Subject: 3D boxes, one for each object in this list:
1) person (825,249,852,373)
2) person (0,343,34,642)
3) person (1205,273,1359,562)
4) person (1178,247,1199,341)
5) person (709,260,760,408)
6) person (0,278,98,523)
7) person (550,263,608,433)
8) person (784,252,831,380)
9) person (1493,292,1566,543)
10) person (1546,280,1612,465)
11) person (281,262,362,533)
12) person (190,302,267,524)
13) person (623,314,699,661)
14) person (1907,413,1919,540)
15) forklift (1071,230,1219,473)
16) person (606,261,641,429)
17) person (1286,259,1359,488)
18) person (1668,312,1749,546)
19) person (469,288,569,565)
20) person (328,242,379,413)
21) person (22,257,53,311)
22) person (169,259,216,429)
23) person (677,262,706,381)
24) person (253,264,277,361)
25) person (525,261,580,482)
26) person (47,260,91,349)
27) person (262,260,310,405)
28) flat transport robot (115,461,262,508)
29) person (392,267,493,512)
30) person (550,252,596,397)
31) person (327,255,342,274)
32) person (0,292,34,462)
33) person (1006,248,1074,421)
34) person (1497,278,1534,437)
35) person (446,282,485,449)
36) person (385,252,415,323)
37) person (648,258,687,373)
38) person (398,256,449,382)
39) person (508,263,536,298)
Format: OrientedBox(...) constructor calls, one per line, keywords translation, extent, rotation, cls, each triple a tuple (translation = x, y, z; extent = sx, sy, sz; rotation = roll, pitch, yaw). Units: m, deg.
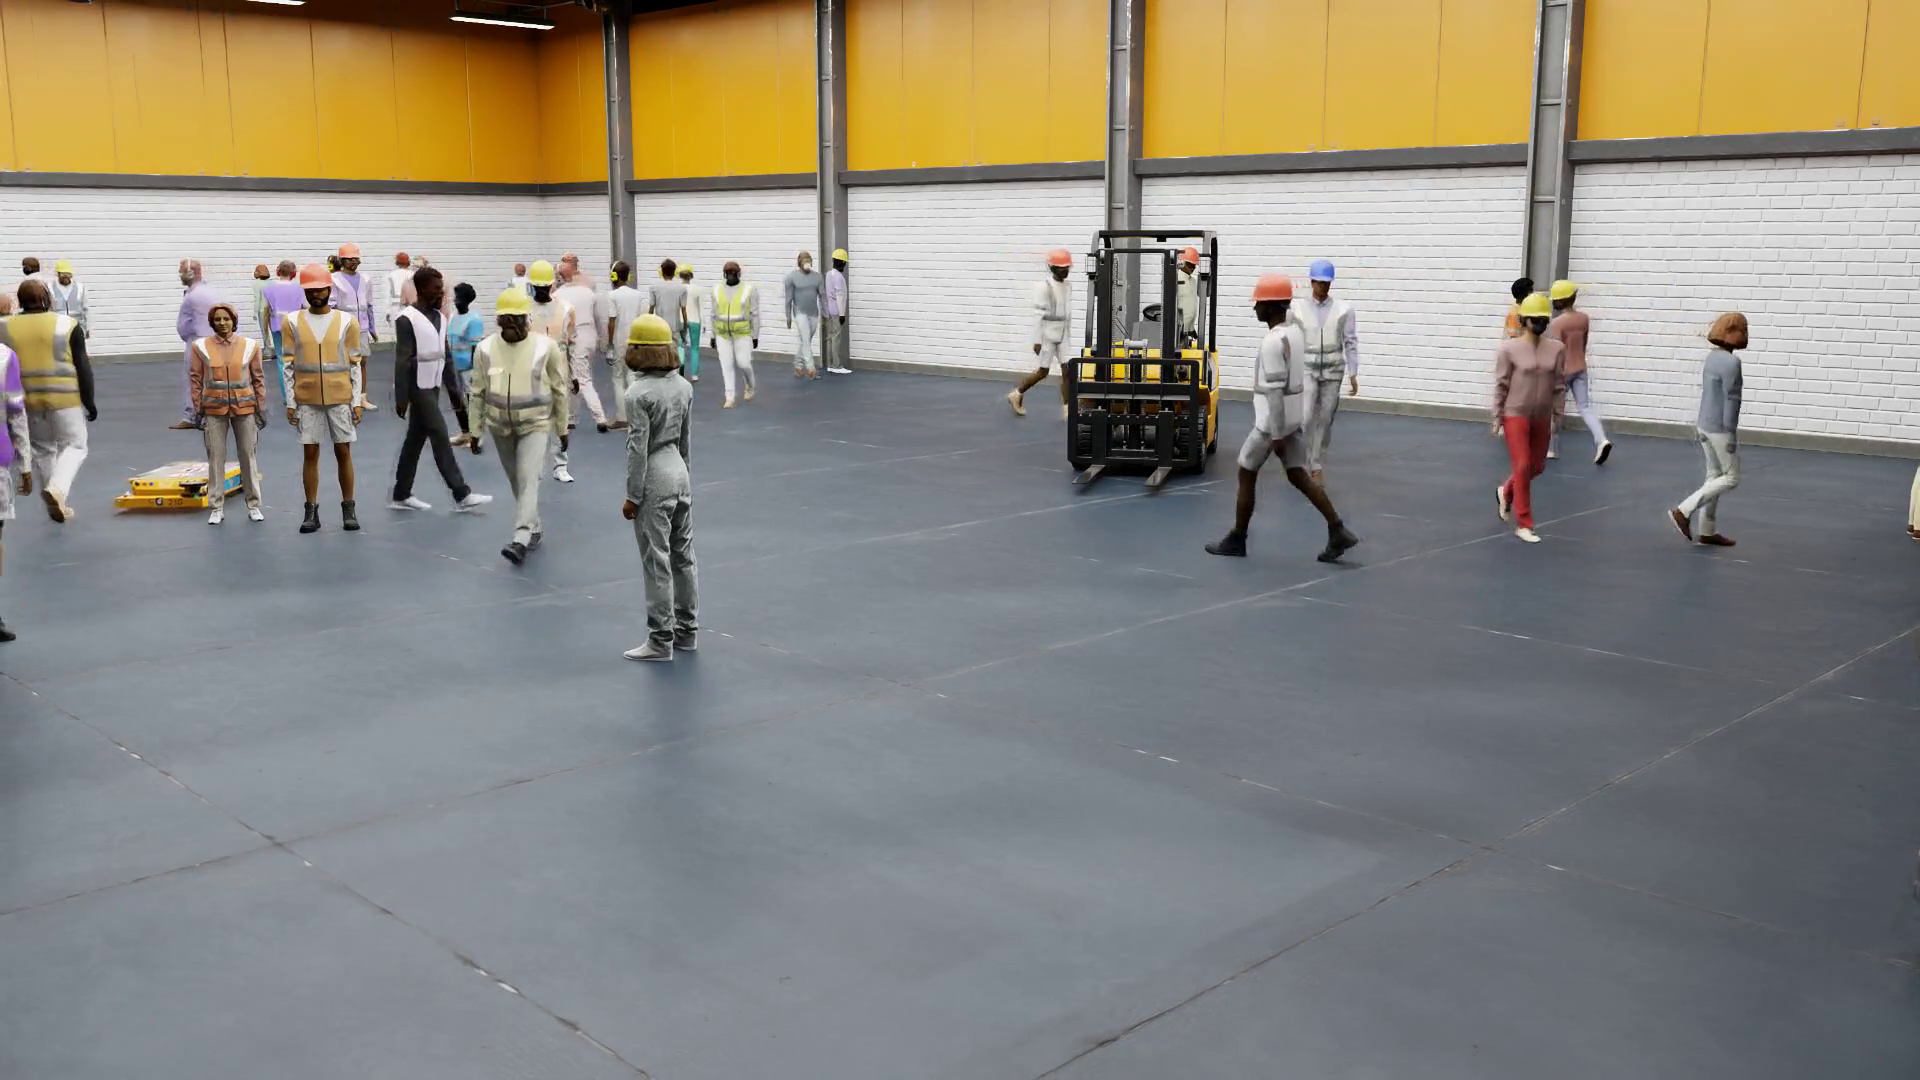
OrientedBox(translation=(-1.894, -3.543, 25.802), extent=(0.380, 1.917, 0.586), rotation=(-4, 11, -19), cls="person")
OrientedBox(translation=(-5.111, -0.406, 8.650), extent=(0.415, 1.925, 0.556), rotation=(7, 13, 34), cls="person")
OrientedBox(translation=(2.128, -0.787, 10.847), extent=(0.978, 1.904, 0.540), rotation=(7, 12, 33), cls="person")
OrientedBox(translation=(2.797, -2.649, 20.747), extent=(0.409, 1.983, 0.612), rotation=(7, 13, 34), cls="person")
OrientedBox(translation=(-2.793, -2.555, 20.658), extent=(0.634, 1.825, 0.546), rotation=(2, 11, 9), cls="person")
OrientedBox(translation=(-6.714, -1.002, 12.204), extent=(0.642, 1.825, 0.662), rotation=(-2, 11, -9), cls="person")
OrientedBox(translation=(-4.135, -2.088, 18.102), extent=(0.954, 1.844, 0.686), rotation=(6, 12, 32), cls="person")
OrientedBox(translation=(-2.294, -3.344, 24.814), extent=(0.645, 1.890, 1.021), rotation=(-7, 12, -32), cls="person")
OrientedBox(translation=(4.006, -0.891, 11.834), extent=(0.528, 1.742, 0.758), rotation=(-2, 11, -11), cls="person")
OrientedBox(translation=(5.744, -1.574, 15.583), extent=(0.540, 1.722, 0.842), rotation=(-4, 11, -23), cls="person")
OrientedBox(translation=(-4.584, -1.021, 11.990), extent=(0.543, 1.939, 0.355), rotation=(-3, 11, -17), cls="person")
OrientedBox(translation=(-5.431, -0.942, 12.373), extent=(0.513, 1.641, 0.309), rotation=(-5, 11, -25), cls="person")
OrientedBox(translation=(-1.528, -0.262, 8.385), extent=(0.293, 1.745, 0.486), rotation=(5, 11, 25), cls="person")
OrientedBox(translation=(6.890, -0.804, 11.664), extent=(0.281, 1.624, 0.494), rotation=(3, 11, 16), cls="person")
OrientedBox(translation=(1.804, -1.825, 15.677), extent=(1.214, 2.155, 2.313), rotation=(2, 11, 13), cls="forklift")
OrientedBox(translation=(-3.680, -2.118, 18.201), extent=(0.528, 1.857, 0.542), rotation=(7, 13, 35), cls="person")
OrientedBox(translation=(3.044, -1.387, 14.008), extent=(0.613, 1.923, 0.656), rotation=(1, 10, 4), cls="person")
OrientedBox(translation=(5.134, -0.741, 11.323), extent=(0.422, 1.618, 0.518), rotation=(1, 10, 7), cls="person")
OrientedBox(translation=(-2.922, -0.751, 10.933), extent=(0.617, 1.781, 0.946), rotation=(1, 10, 4), cls="person")
OrientedBox(translation=(-7.314, -2.554, 20.064), extent=(0.377, 2.045, 0.605), rotation=(8, 13, 39), cls="person")
OrientedBox(translation=(-14.056, -3.378, 25.243), extent=(0.916, 1.797, 0.634), rotation=(2, 11, 11), cls="person")
OrientedBox(translation=(-8.345, -2.167, 18.415), extent=(0.814, 1.883, 0.651), rotation=(-3, 11, -18), cls="person")
OrientedBox(translation=(-3.970, -3.164, 24.213), extent=(0.531, 1.752, 0.598), rotation=(-1, 10, -6), cls="person")
OrientedBox(translation=(-11.857, -3.879, 28.406), extent=(0.278, 1.634, 0.498), rotation=(5, 11, 23), cls="person")
OrientedBox(translation=(-3.558, -1.433, 14.302), extent=(0.590, 1.914, 0.395), rotation=(-5, 12, -26), cls="person")
OrientedBox(translation=(-12.174, -2.909, 22.692), extent=(0.604, 1.787, 0.907), rotation=(-7, 12, -32), cls="person")
OrientedBox(translation=(-8.481, -2.606, 20.965), extent=(0.596, 1.822, 0.486), rotation=(-4, 11, -20), cls="person")
OrientedBox(translation=(-6.245, -0.468, 13.526), extent=(0.652, 0.197, 1.431), rotation=(-1, 10, -5), cls="flat transport robot")
OrientedBox(translation=(-4.015, -1.147, 12.822), extent=(0.970, 1.876, 0.610), rotation=(1, 10, 7), cls="person")
OrientedBox(translation=(-5.048, -2.776, 21.648), extent=(0.641, 1.908, 0.407), rotation=(-8, 13, -37), cls="person")
OrientedBox(translation=(-9.055, -3.185, 24.063), extent=(0.798, 1.839, 0.561), rotation=(5, 11, 23), cls="person")
OrientedBox(translation=(-9.058, -1.527, 15.656), extent=(0.831, 1.591, 0.541), rotation=(1, 10, 6), cls="person")
OrientedBox(translation=(1.008, -2.359, 19.154), extent=(0.919, 2.002, 0.656), rotation=(9, 14, 41), cls="person")
OrientedBox(translation=(5.894, -1.935, 17.662), extent=(0.321, 1.690, 0.533), rotation=(5, 11, 25), cls="person")
OrientedBox(translation=(-4.925, -1.737, 16.625), extent=(0.564, 1.675, 0.349), rotation=(9, 14, 40), cls="person")
OrientedBox(translation=(-8.889, -3.692, 26.785), extent=(0.602, 1.847, 0.907), rotation=(-1, 10, -3), cls="person")
OrientedBox(translation=(-3.746, -2.690, 21.357), extent=(0.521, 1.848, 0.773), rotation=(-4, 11, -23), cls="person")
OrientedBox(translation=(-7.370, -2.975, 22.872), extent=(0.660, 1.861, 0.995), rotation=(2, 11, 8), cls="person")
OrientedBox(translation=(-8.198, -4.380, 31.156), extent=(0.520, 1.618, 0.656), rotation=(0, 10, 1), cls="person")
